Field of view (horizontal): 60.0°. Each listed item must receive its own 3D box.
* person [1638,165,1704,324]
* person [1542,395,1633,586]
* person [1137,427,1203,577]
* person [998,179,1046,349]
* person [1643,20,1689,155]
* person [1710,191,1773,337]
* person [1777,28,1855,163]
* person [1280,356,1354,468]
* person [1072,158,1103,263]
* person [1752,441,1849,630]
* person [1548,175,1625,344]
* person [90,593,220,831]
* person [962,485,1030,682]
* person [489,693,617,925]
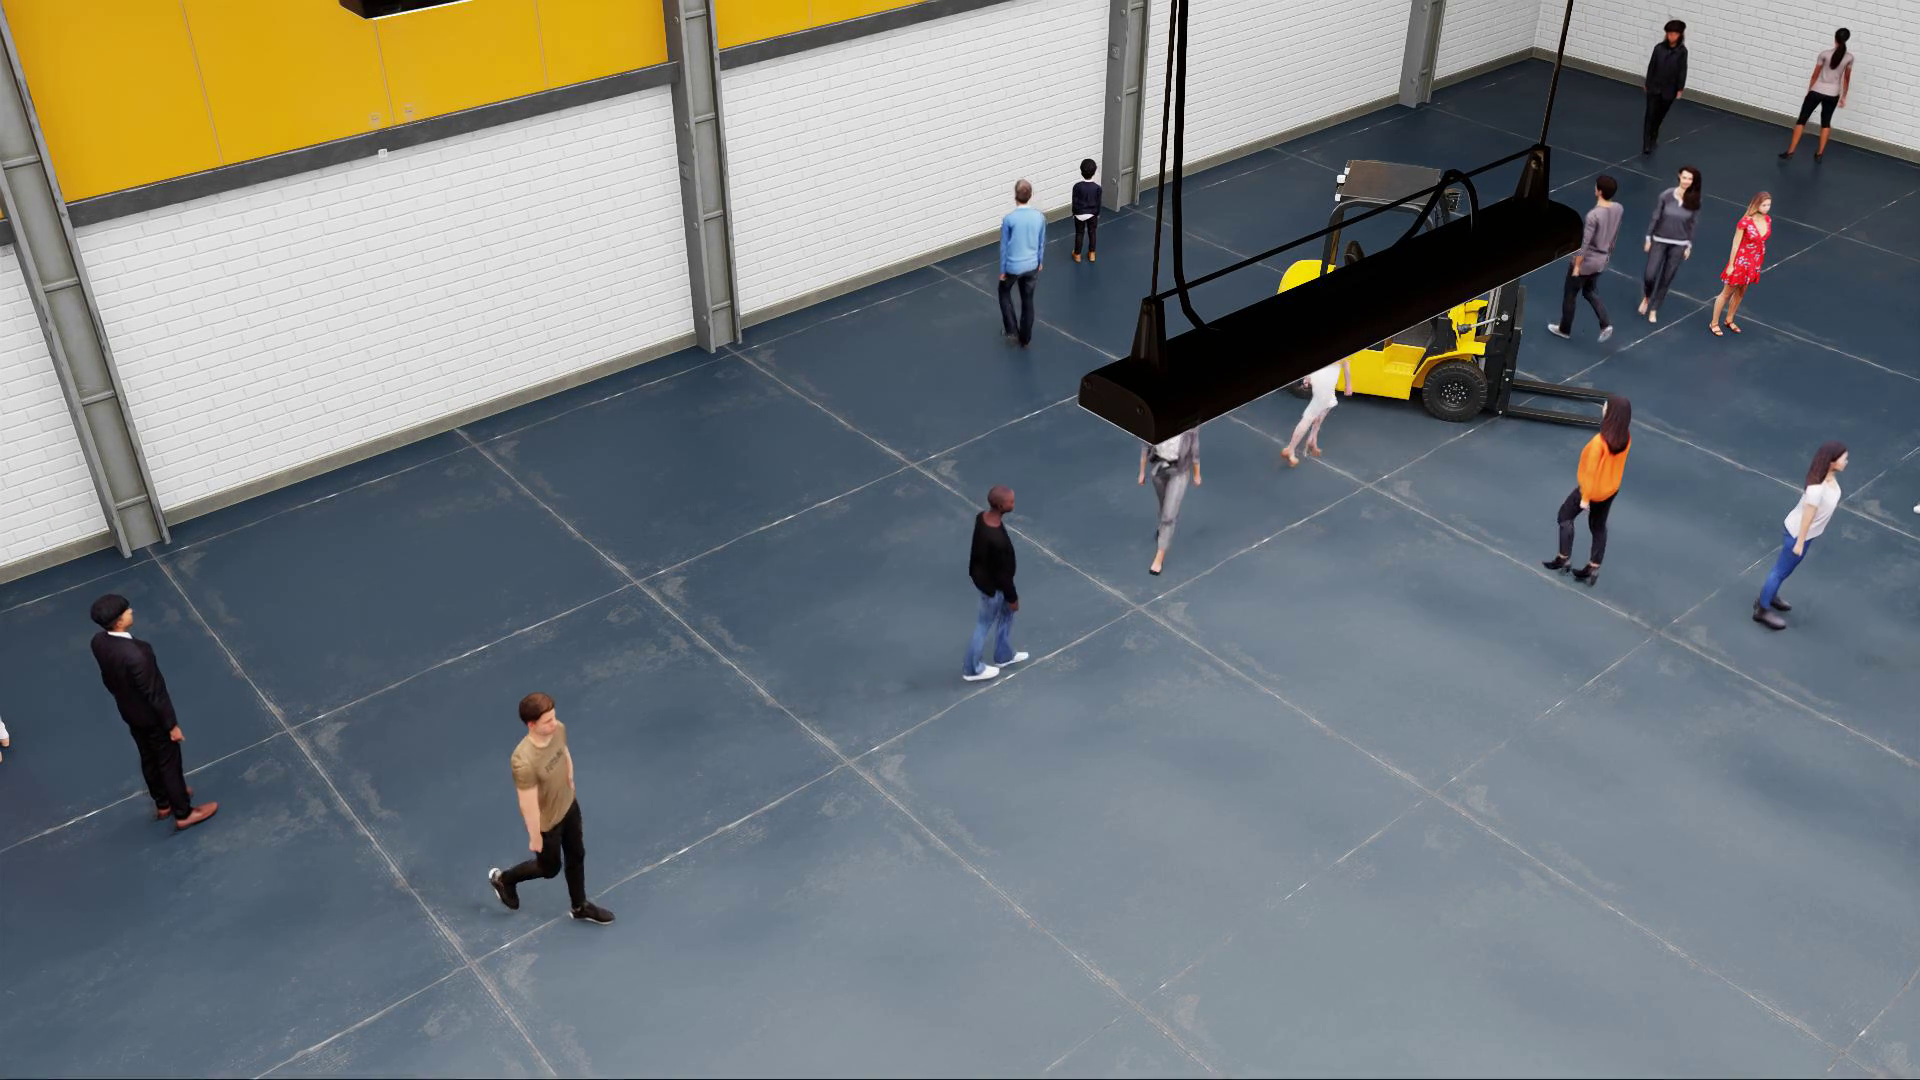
[{"bbox_3d":[7.616,-3.215,17.879,0.767,1.763,0.810,9,35,14],"label":"person"},{"bbox_3d":[5.284,-0.363,13.615,0.623,1.733,0.710,-22,39,-29],"label":"person"},{"bbox_3d":[1.794,-0.563,14.037,0.978,1.599,1.280,16,37,23],"label":"person"},{"bbox_3d":[0.658,-2.826,17.259,0.707,1.801,0.829,-11,35,-16],"label":"person"},{"bbox_3d":[9.382,-6.055,22.183,1.014,1.728,1.181,9,35,14],"label":"person"},{"bbox_3d":[8.312,-2.943,17.624,0.594,1.592,0.706,-10,35,-15],"label":"person"},{"bbox_3d":[11.366,-5.828,21.837,0.985,1.733,1.020,6,34,9],"label":"person"},{"bbox_3d":[3.210,-1.380,15.120,0.882,1.762,0.766,-9,35,-14],"label":"person"},{"bbox_3d":[1.467,-3.826,19.284,0.560,1.225,0.639,-2,34,-3],"label":"person"},{"bbox_3d":[6.654,-0.056,13.205,0.729,1.677,0.601,17,37,24],"label":"person"},{"bbox_3d":[6.628,-2.886,17.320,0.942,1.834,0.873,-17,37,-23],"label":"person"},{"bbox_3d":[-5.490,1.153,11.199,0.760,1.884,0.679,19,38,26],"label":"person"},{"bbox_3d":[0.153,0.354,12.540,0.912,1.730,0.801,-9,35,-13],"label":"person"},{"bbox_3d":[-2.645,1.695,10.425,1.061,1.837,1.092,10,35,14],"label":"person"}]
